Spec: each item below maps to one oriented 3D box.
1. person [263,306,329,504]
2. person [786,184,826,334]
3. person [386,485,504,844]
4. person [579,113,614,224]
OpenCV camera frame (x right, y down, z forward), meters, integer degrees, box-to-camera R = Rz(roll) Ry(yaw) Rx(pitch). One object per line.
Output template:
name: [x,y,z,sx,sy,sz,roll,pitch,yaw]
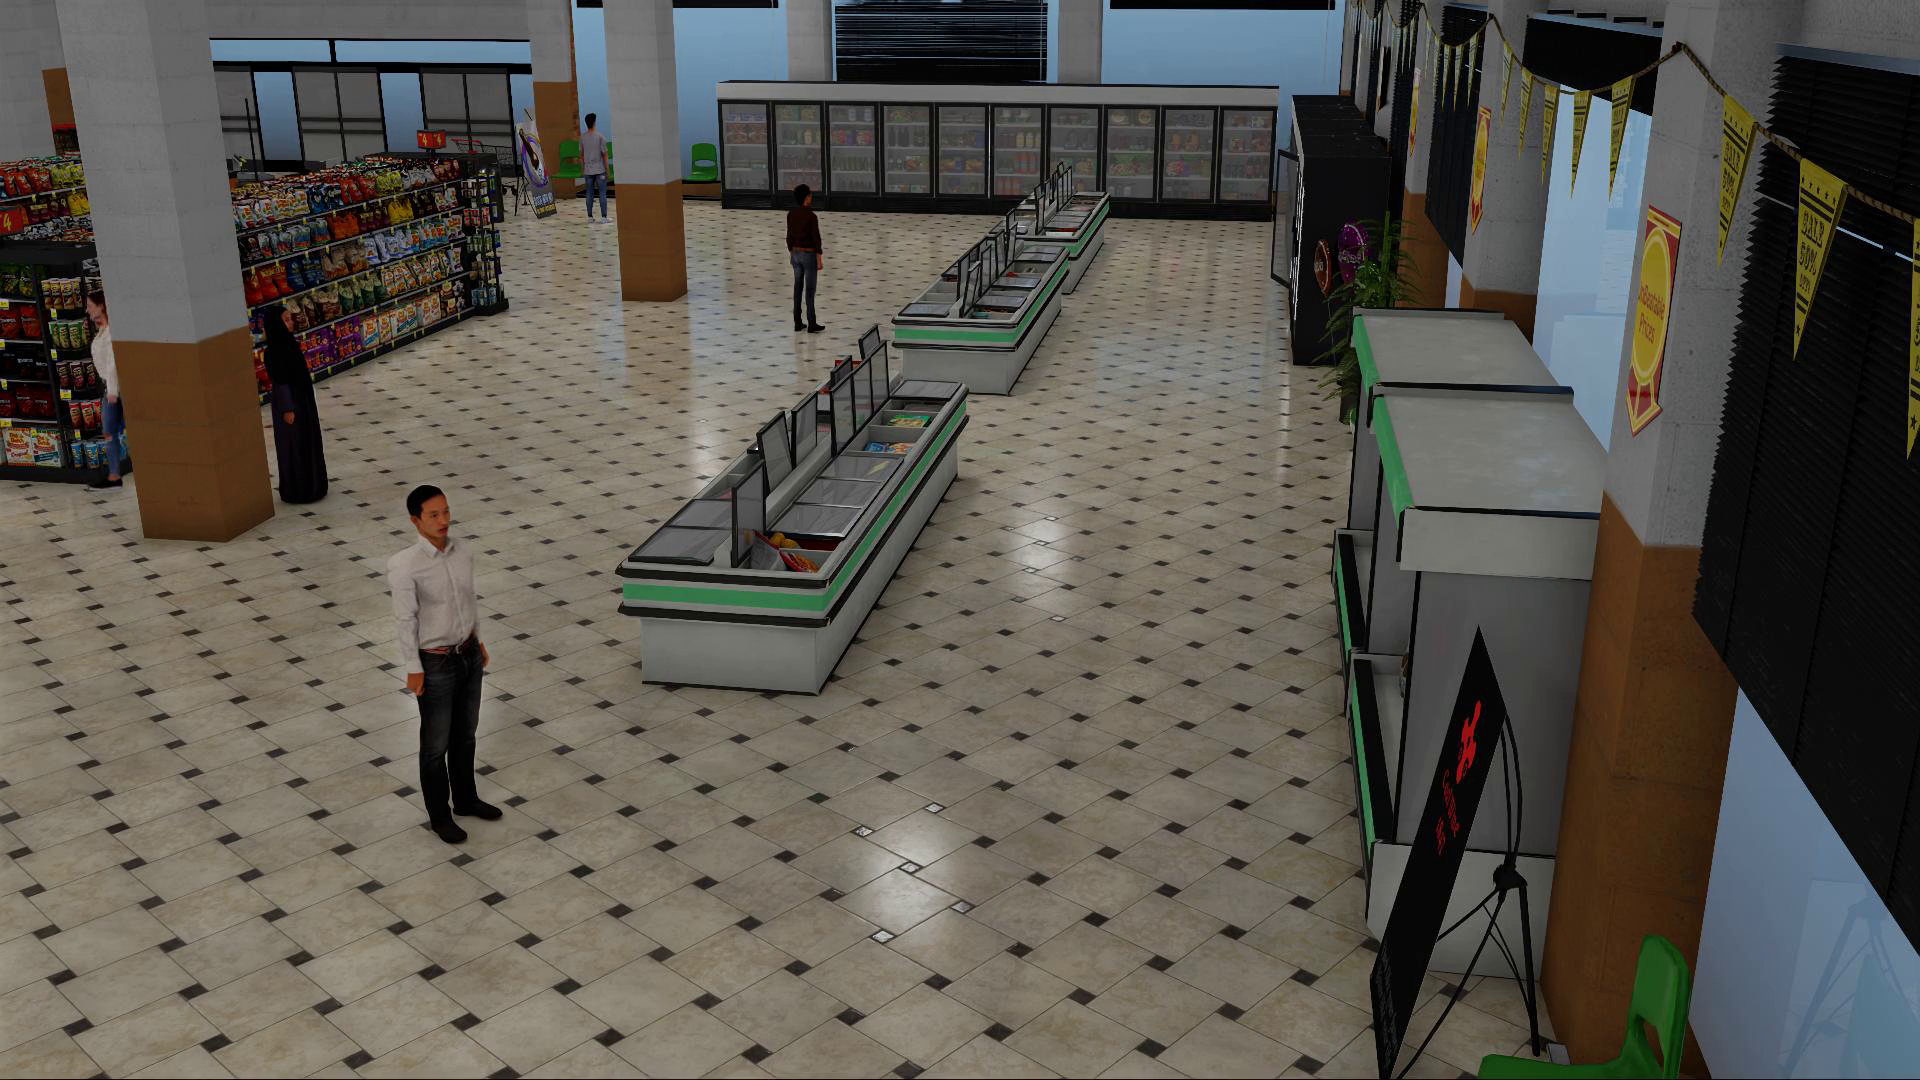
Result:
person: [-5.481,-1.121,13.640,0.703,1.614,0.587,-1,19,-2]
person: [-1.895,-3.422,20.207,0.711,1.780,0.667,12,22,31]
person: [-2.566,0.591,8.255,0.785,1.811,0.621,10,21,27]
person: [-6.442,-6.549,29.310,0.668,1.889,0.540,3,19,9]
